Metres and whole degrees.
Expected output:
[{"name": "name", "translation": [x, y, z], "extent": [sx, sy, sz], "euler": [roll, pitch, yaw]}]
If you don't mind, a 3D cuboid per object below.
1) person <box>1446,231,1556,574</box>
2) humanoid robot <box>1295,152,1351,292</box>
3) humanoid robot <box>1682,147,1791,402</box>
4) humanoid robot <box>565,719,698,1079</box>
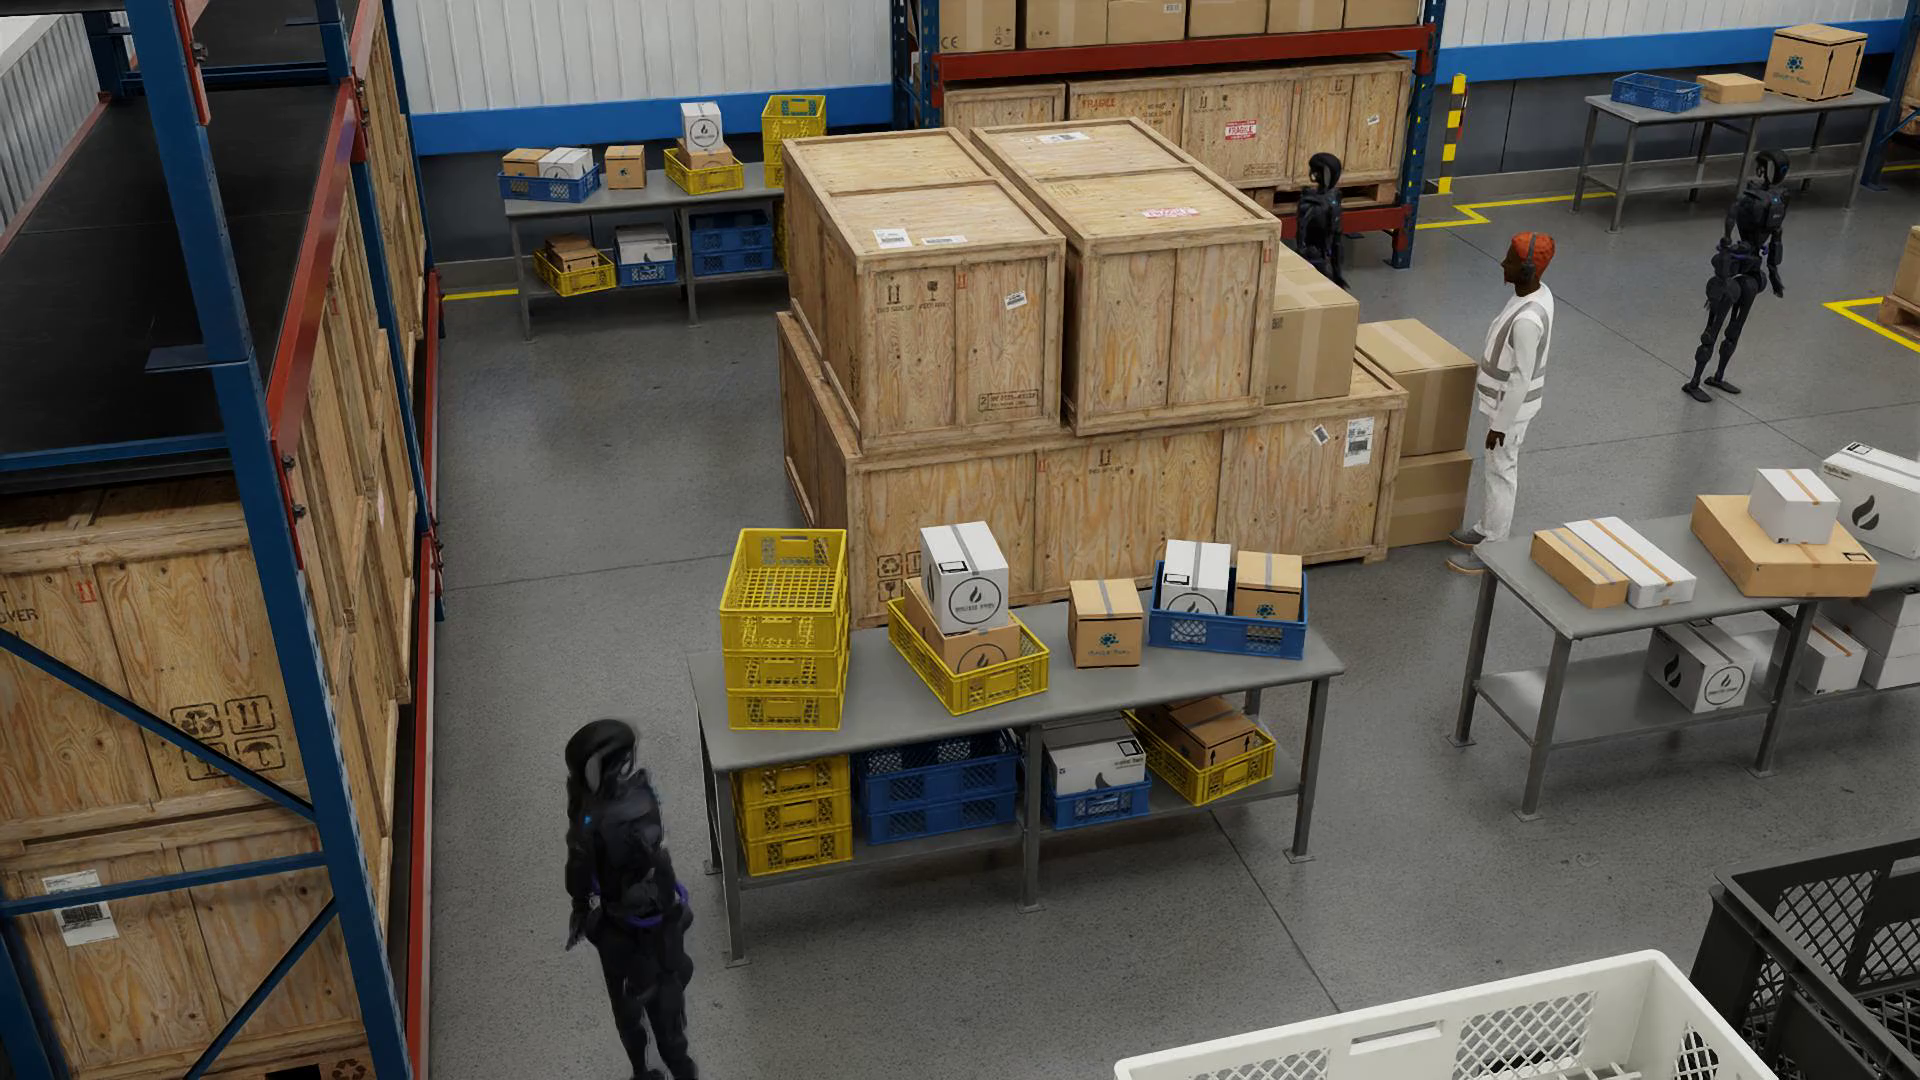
[{"name": "person", "translation": [2.857, -0.705, 8.724], "extent": [0.356, 1.882, 0.573], "euler": [9, 30, 16]}, {"name": "humanoid robot", "translation": [2.270, -1.680, 10.705], "extent": [0.365, 1.649, 0.571], "euler": [21, 35, 33]}, {"name": "humanoid robot", "translation": [5.069, -1.710, 10.746], "extent": [0.600, 1.657, 0.331], "euler": [-14, 32, -24]}, {"name": "humanoid robot", "translation": [-1.026, 1.264, 5.390], "extent": [0.390, 1.681, 0.625], "euler": [-26, 38, -38]}]
